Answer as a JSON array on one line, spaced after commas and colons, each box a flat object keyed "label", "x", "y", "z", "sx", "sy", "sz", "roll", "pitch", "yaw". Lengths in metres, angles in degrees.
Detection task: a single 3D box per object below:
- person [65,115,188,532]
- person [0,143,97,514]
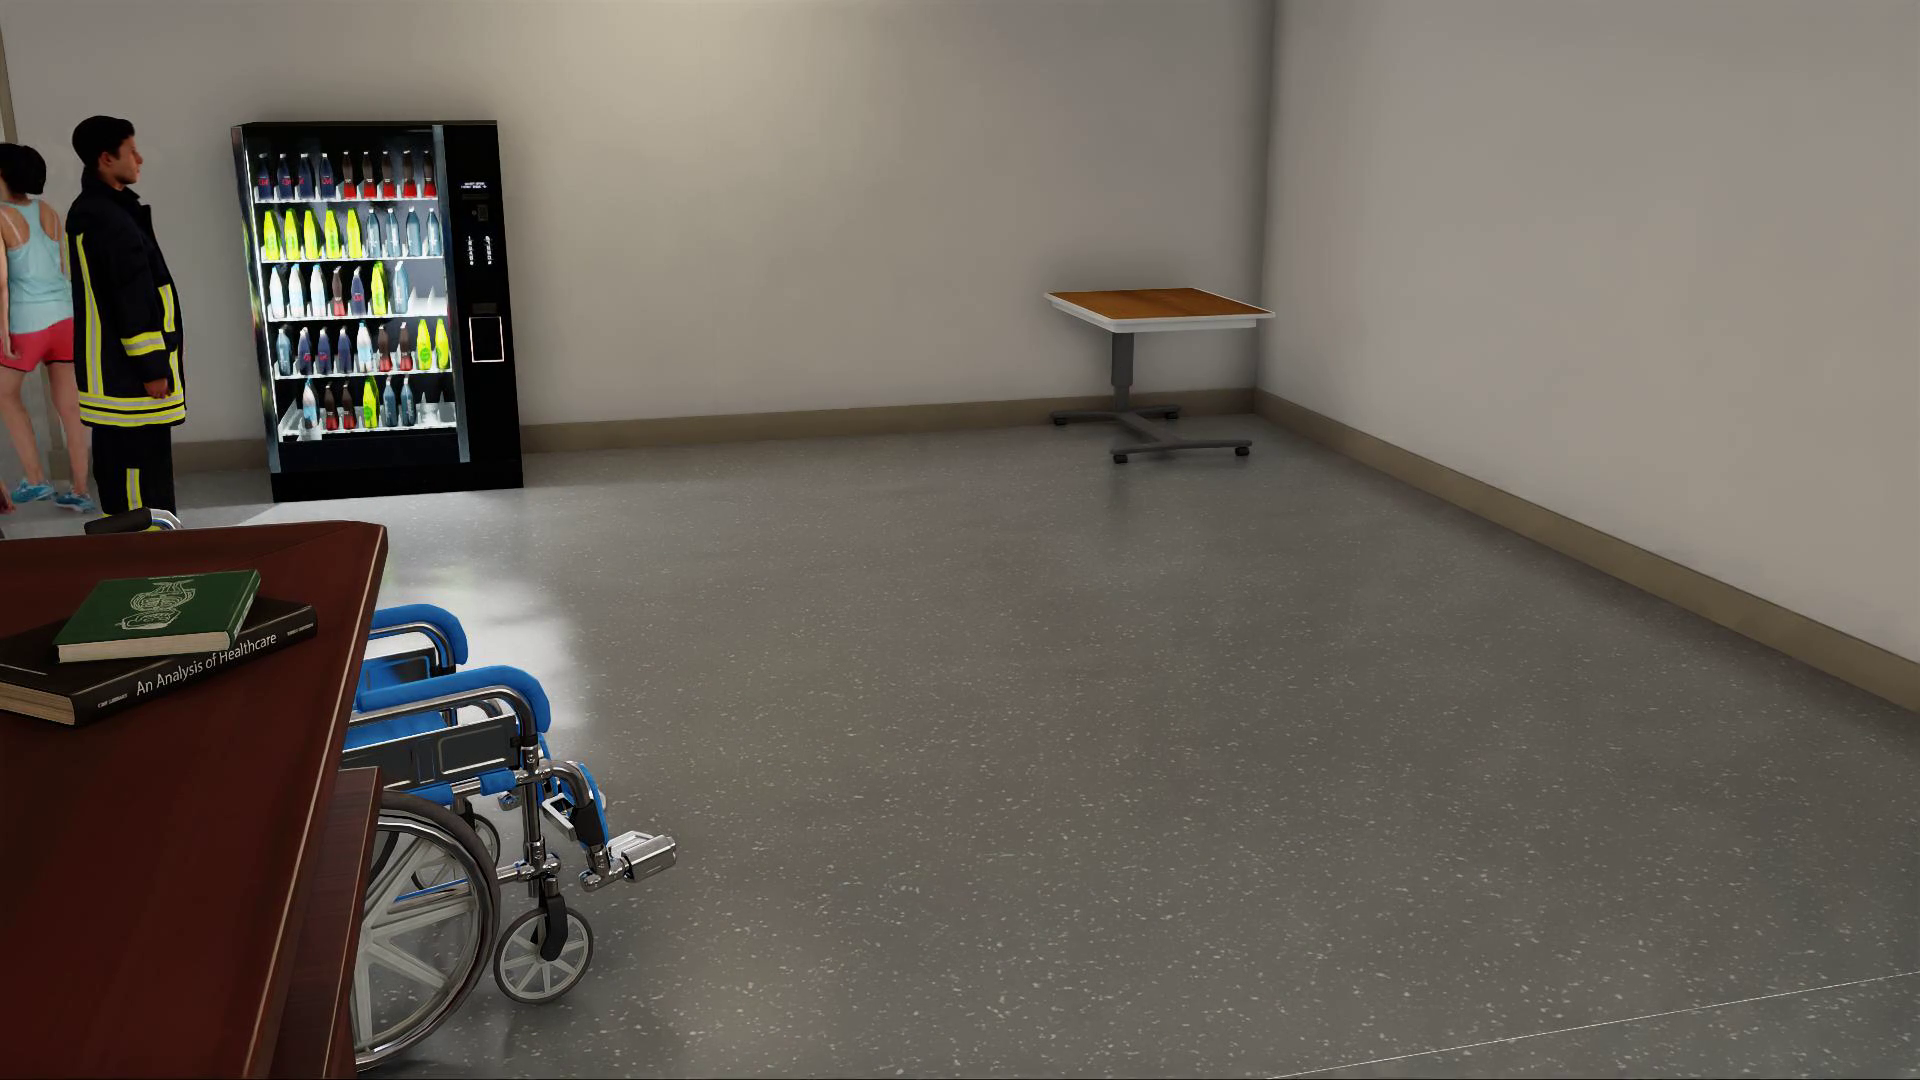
[{"label": "person", "x": -3.370, "y": -0.734, "z": 6.714, "sx": 0.836, "sy": 1.928, "sz": 0.876, "roll": -12, "pitch": 20, "yaw": -37}, {"label": "person", "x": -4.329, "y": -0.985, "z": 7.931, "sx": 0.811, "sy": 1.751, "sz": 0.751, "roll": 10, "pitch": 18, "yaw": 30}]
